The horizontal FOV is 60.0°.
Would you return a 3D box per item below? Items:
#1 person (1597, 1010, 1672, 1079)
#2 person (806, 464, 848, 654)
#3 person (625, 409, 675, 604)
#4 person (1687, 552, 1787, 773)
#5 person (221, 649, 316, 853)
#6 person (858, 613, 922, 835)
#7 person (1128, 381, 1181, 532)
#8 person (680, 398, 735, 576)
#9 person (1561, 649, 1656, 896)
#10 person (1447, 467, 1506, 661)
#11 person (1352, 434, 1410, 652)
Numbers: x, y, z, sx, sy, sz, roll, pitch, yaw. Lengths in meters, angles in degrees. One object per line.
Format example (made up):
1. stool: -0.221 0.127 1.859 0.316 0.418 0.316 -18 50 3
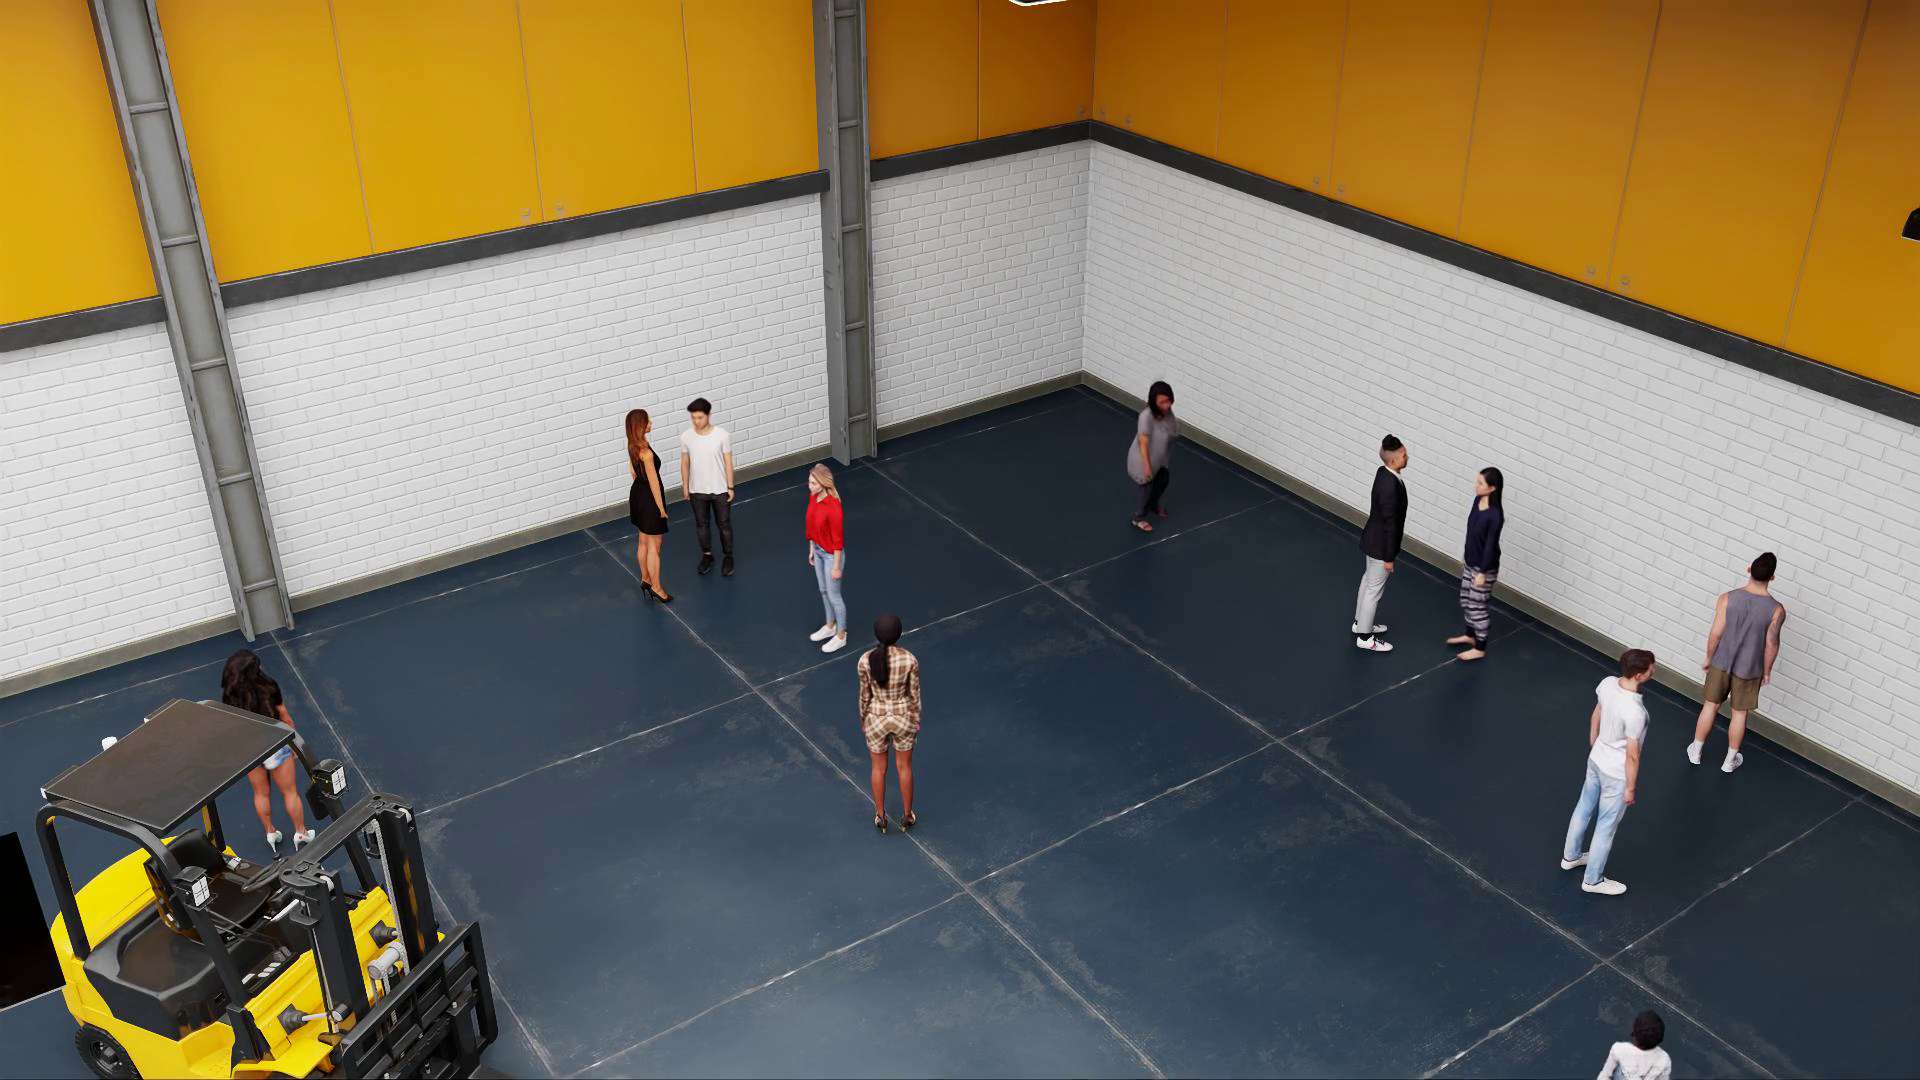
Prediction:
1. person: 3.586 3.077 8.943 0.828 1.226 0.901 6 29 10
2. person: -1.096 0.126 13.853 0.502 1.705 0.603 -19 34 -31
3. person: -2.719 -0.293 14.486 0.509 1.835 0.570 -19 34 -31
4. person: 5.765 0.908 12.343 0.714 1.845 0.716 15 32 25
5. person: -4.789 1.463 11.485 0.645 1.626 0.721 0 29 1
6. person: -0.487 1.290 11.625 0.660 1.794 0.743 1 29 1
7. person: 1.796 -0.820 15.724 0.896 1.574 0.752 11 31 20
8. person: -2.253 -0.505 14.998 0.691 1.716 0.770 3 29 5
9. person: 4.359 1.523 11.139 0.697 1.851 0.729 -5 29 -8
10. person: 4.314 0.177 13.731 0.664 1.731 0.667 -3 29 -6
11. person: 3.509 -0.011 13.848 0.837 1.950 0.793 3 29 6
